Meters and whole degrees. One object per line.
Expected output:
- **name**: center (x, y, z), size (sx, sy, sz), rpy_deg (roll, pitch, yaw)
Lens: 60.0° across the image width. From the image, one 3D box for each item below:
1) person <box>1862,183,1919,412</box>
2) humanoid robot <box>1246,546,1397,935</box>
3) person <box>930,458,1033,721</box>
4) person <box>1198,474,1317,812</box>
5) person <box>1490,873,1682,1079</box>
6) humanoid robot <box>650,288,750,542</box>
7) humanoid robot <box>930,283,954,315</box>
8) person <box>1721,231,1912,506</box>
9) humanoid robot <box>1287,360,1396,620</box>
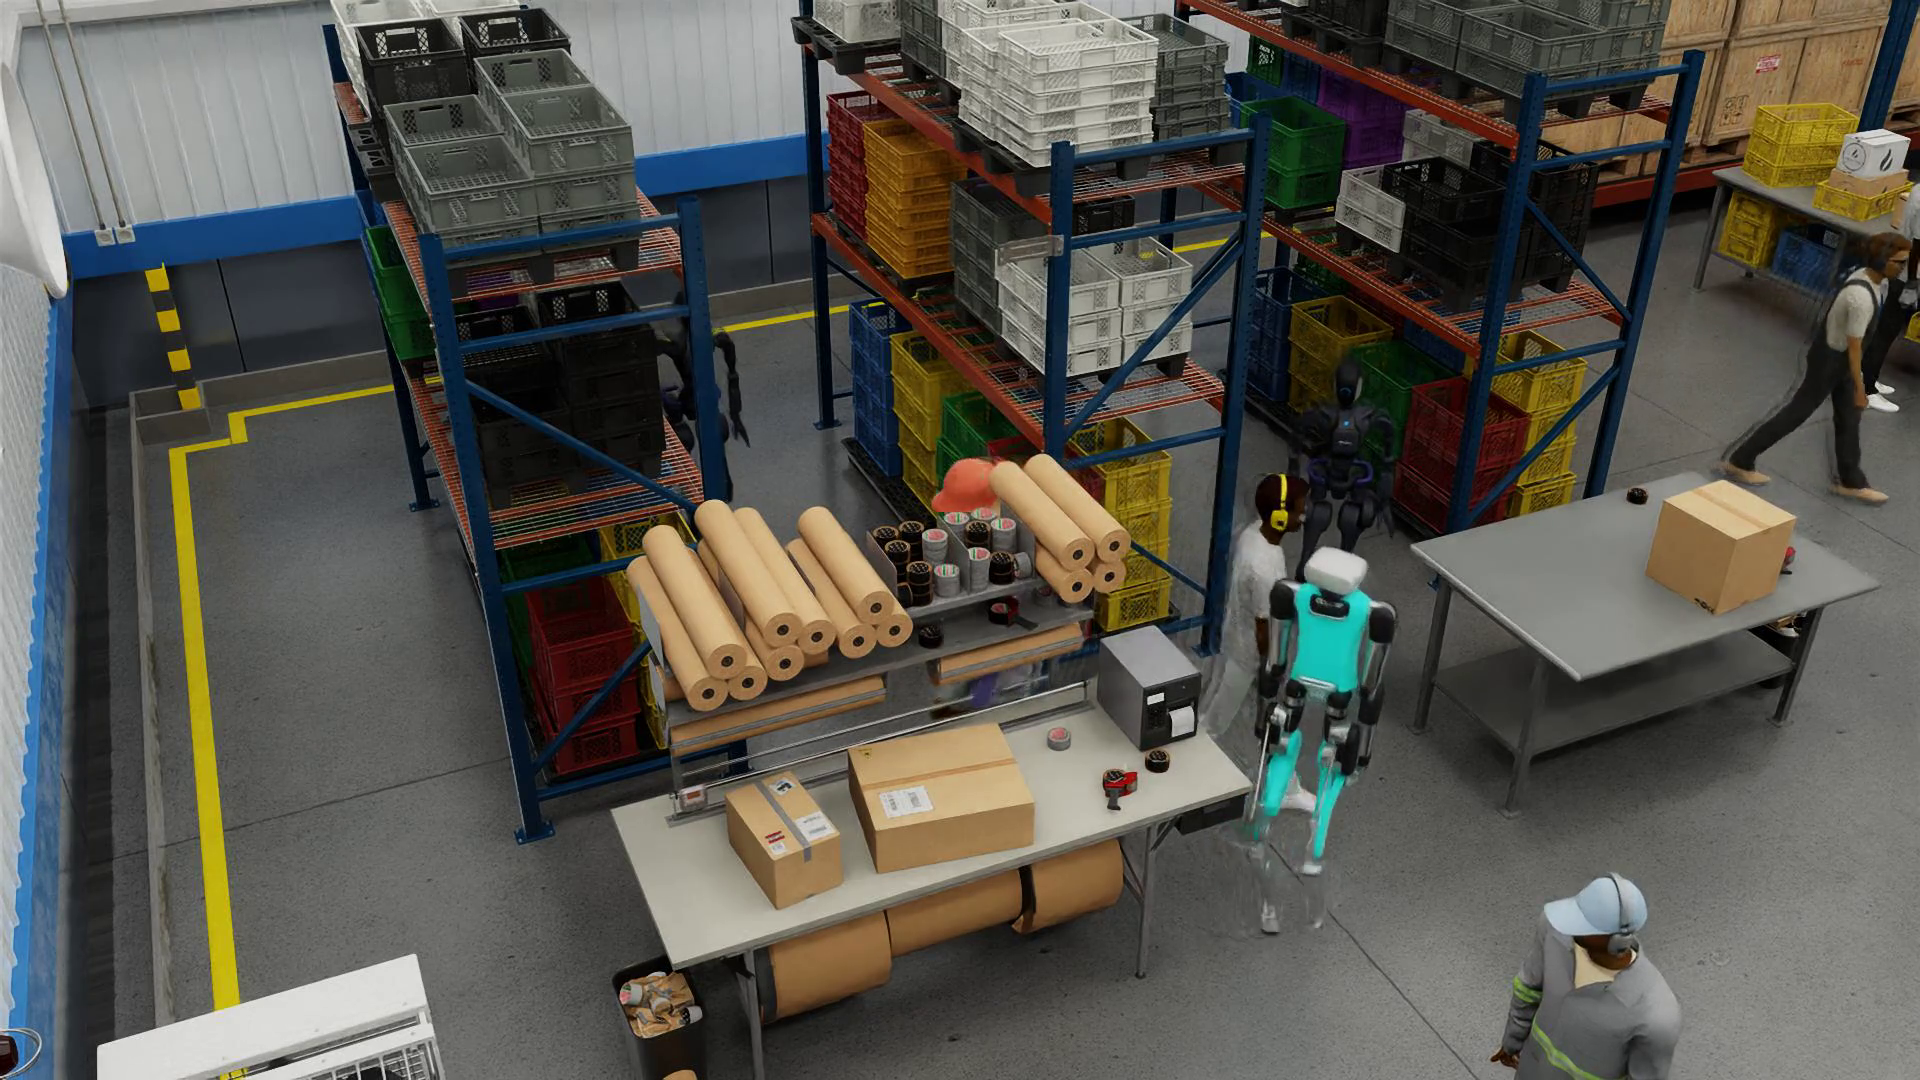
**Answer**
- **person**: center (6.497, -1.804, 11.373), size (0.327, 1.873, 0.514), rpy_deg (12, 34, 19)
- **humanoid robot**: center (1.438, 0.959, 7.050), size (0.540, 1.800, 0.794), rpy_deg (14, 34, 22)
- **person**: center (0.074, 0.533, 7.437), size (0.723, 2.016, 0.617), rpy_deg (-9, 33, -15)
- **person**: center (1.294, 0.503, 7.677), size (0.959, 1.826, 0.525), rpy_deg (9, 33, 14)
- **person**: center (1.998, 1.816, 5.512), size (0.384, 1.849, 0.596), rpy_deg (-14, 34, -21)
- **humanoid robot**: center (-1.547, -0.704, 9.768), size (0.603, 1.645, 0.369), rpy_deg (-11, 33, -17)
- **humanoid robot**: center (-0.012, -2.031, 11.949), size (0.614, 1.649, 0.350), rpy_deg (-9, 33, -15)
- **person**: center (5.386, -1.066, 10.256), size (0.980, 1.791, 0.529), rpy_deg (19, 36, 28)
- **humanoid robot**: center (2.050, -0.217, 8.981), size (0.615, 1.651, 0.353), rpy_deg (5, 32, 7)
